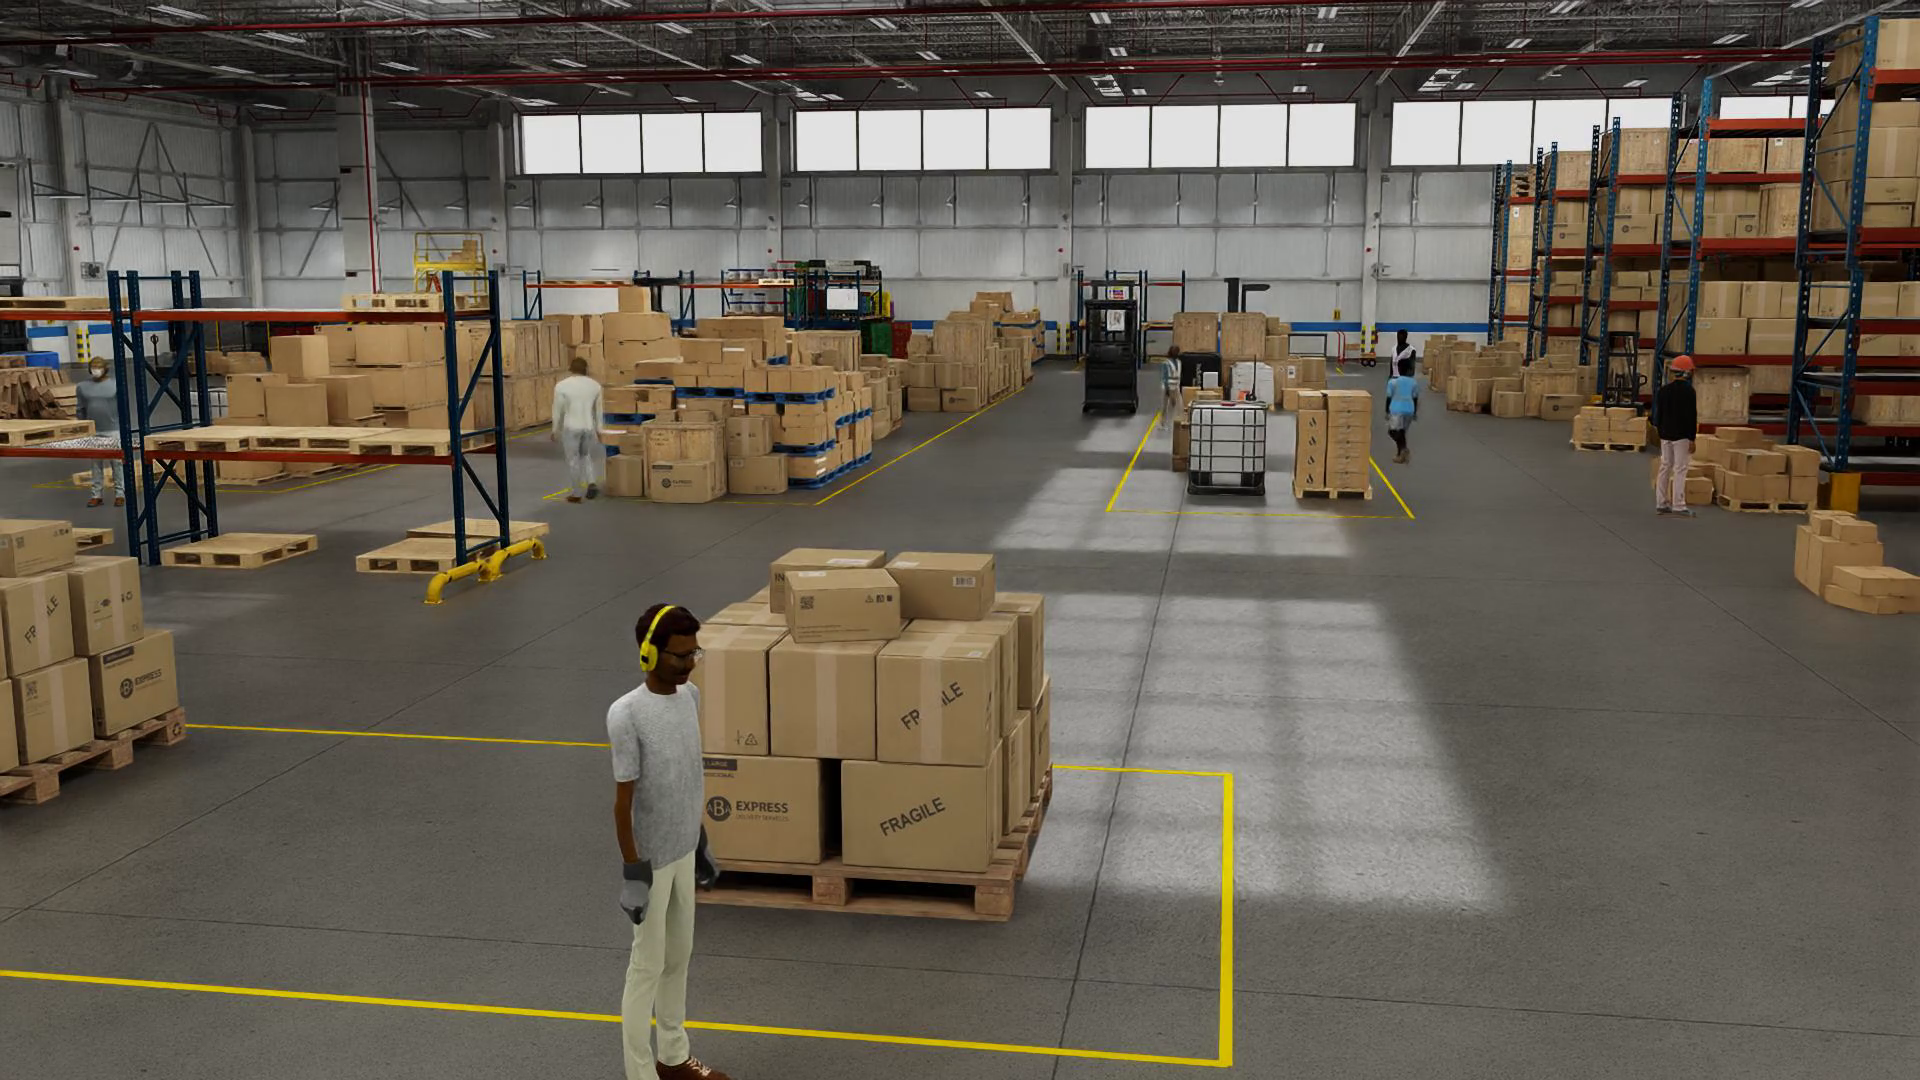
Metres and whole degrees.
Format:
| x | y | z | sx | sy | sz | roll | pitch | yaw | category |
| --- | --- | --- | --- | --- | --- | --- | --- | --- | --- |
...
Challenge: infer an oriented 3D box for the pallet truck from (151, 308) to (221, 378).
| x | y | z | sx | sy | sz | roll | pitch | yaw | category |
| --- | --- | --- | --- | --- | --- | --- | --- | --- | --- |
| -21.869 | -5.598 | 47.154 | 0.823 | 1.965 | 1.885 | 4 | 10 | 26 | pallet truck |

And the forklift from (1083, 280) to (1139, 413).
| x | y | z | sx | sy | sz | roll | pitch | yaw | category |
| --- | --- | --- | --- | --- | --- | --- | --- | --- | --- |
| 3.277 | -4.190 | 35.755 | 1.129 | 2.768 | 1.873 | 1 | 9 | 8 | forklift |

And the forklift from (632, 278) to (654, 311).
| x | y | z | sx | sy | sz | roll | pitch | yaw | category |
| --- | --- | --- | --- | --- | --- | --- | --- | --- | --- |
| -8.604 | -5.745 | 45.343 | 1.873 | 2.768 | 1.129 | 0 | 9 | 2 | forklift |

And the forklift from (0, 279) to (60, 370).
| x | y | z | sx | sy | sz | roll | pitch | yaw | category |
| --- | --- | --- | --- | --- | --- | --- | --- | --- | --- |
| -22.592 | -4.798 | 39.505 | 1.873 | 2.768 | 1.129 | 1 | 9 | 9 | forklift |

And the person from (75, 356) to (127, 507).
| x | y | z | sx | sy | sz | roll | pitch | yaw | category |
| --- | --- | --- | --- | --- | --- | --- | --- | --- | --- |
| -11.009 | -1.387 | 21.366 | 0.632 | 1.940 | 0.368 | -2 | 9 | -10 | person |

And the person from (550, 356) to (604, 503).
| x | y | z | sx | sy | sz | roll | pitch | yaw | category |
| --- | --- | --- | --- | --- | --- | --- | --- | --- | --- |
| -4.989 | -1.429 | 21.697 | 0.654 | 1.915 | 0.438 | -8 | 12 | -39 | person |

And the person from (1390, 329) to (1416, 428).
| x | y | z | sx | sy | sz | roll | pitch | yaw | category |
| --- | --- | --- | --- | --- | --- | --- | --- | --- | --- |
| 8.521 | -3.102 | 32.038 | 0.397 | 1.911 | 0.587 | -5 | 11 | -30 | person |

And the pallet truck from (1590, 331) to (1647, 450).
| x | y | z | sx | sy | sz | roll | pitch | yaw | category |
| --- | --- | --- | --- | --- | --- | --- | --- | --- | --- |
| 11.253 | -2.573 | 28.499 | 0.823 | 1.965 | 1.885 | 5 | 10 | 27 | pallet truck |

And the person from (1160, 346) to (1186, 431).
| x | y | z | sx | sy | sz | roll | pitch | yaw | category |
| --- | --- | --- | --- | --- | --- | --- | --- | --- | --- |
| 4.046 | -2.827 | 31.255 | 0.536 | 1.597 | 0.809 | -8 | 12 | -40 | person |

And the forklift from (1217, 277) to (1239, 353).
| x | y | z | sx | sy | sz | roll | pitch | yaw | category |
| --- | --- | --- | --- | --- | --- | --- | --- | --- | --- |
| 7.897 | -6.232 | 48.351 | 1.873 | 2.768 | 1.129 | 1 | 9 | 9 | forklift |

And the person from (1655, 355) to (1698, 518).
| x | y | z | sx | sy | sz | roll | pitch | yaw | category |
| --- | --- | --- | --- | --- | --- | --- | --- | --- | --- |
| 8.832 | -1.269 | 20.459 | 0.375 | 1.997 | 0.608 | -3 | 10 | -19 | person |

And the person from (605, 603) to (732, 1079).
| x | y | z | sx | sy | sz | roll | pitch | yaw | category |
| --- | --- | --- | --- | --- | --- | --- | --- | --- | --- |
| -1.046 | 1.146 | 5.978 | 0.329 | 1.865 | 0.507 | 4 | 10 | 22 | person |

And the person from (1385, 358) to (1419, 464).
| x | y | z | sx | sy | sz | roll | pitch | yaw | category |
| --- | --- | --- | --- | --- | --- | --- | --- | --- | --- |
| 6.919 | -2.003 | 25.957 | 0.541 | 1.676 | 0.574 | -2 | 9 | -12 | person |
